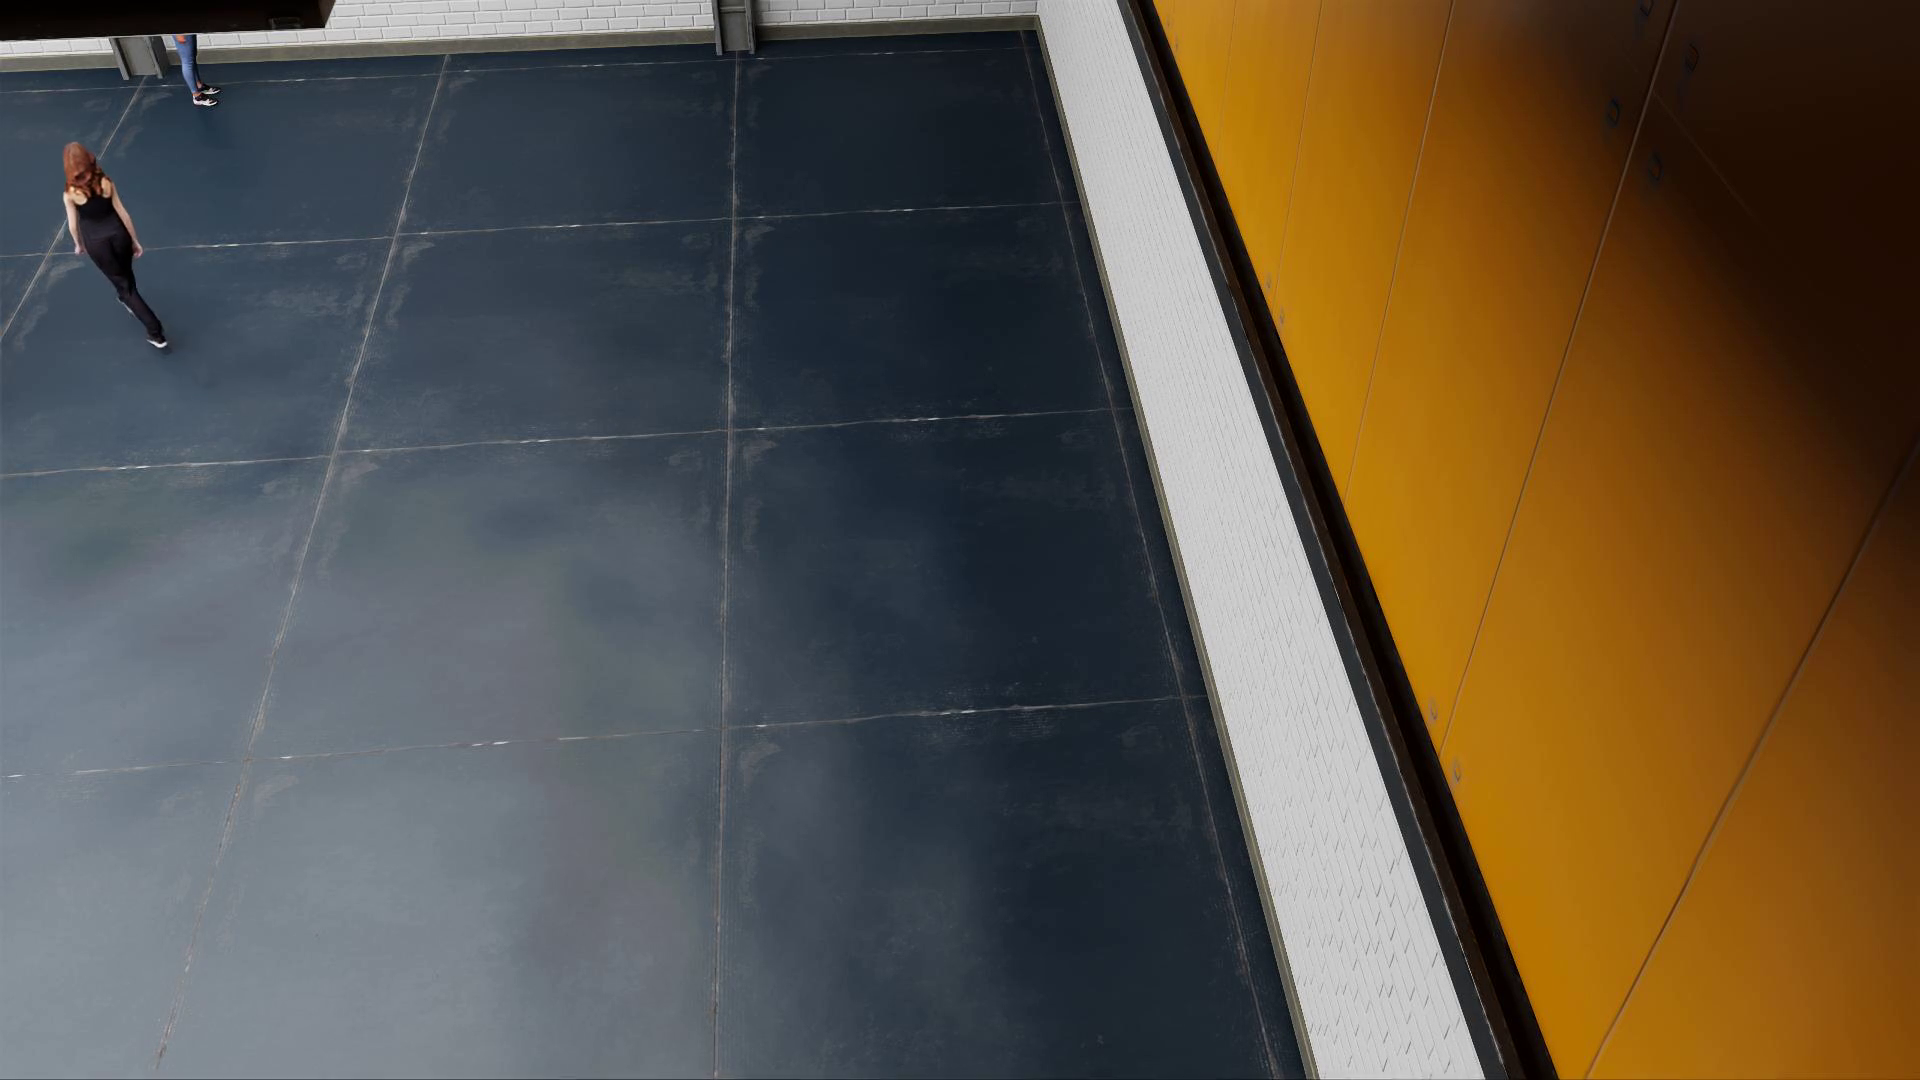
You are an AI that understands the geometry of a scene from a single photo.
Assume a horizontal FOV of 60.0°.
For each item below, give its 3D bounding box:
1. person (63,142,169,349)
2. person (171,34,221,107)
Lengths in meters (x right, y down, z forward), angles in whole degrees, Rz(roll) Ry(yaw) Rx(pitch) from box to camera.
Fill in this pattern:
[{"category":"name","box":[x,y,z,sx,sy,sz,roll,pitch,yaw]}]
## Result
[{"category":"person","box":[-6.682,-2.277,13.143,1.120,1.697,1.084,32,52,29]},{"category":"person","box":[-7.553,-5.008,16.068,0.616,1.617,0.617,-8,44,-8]}]
